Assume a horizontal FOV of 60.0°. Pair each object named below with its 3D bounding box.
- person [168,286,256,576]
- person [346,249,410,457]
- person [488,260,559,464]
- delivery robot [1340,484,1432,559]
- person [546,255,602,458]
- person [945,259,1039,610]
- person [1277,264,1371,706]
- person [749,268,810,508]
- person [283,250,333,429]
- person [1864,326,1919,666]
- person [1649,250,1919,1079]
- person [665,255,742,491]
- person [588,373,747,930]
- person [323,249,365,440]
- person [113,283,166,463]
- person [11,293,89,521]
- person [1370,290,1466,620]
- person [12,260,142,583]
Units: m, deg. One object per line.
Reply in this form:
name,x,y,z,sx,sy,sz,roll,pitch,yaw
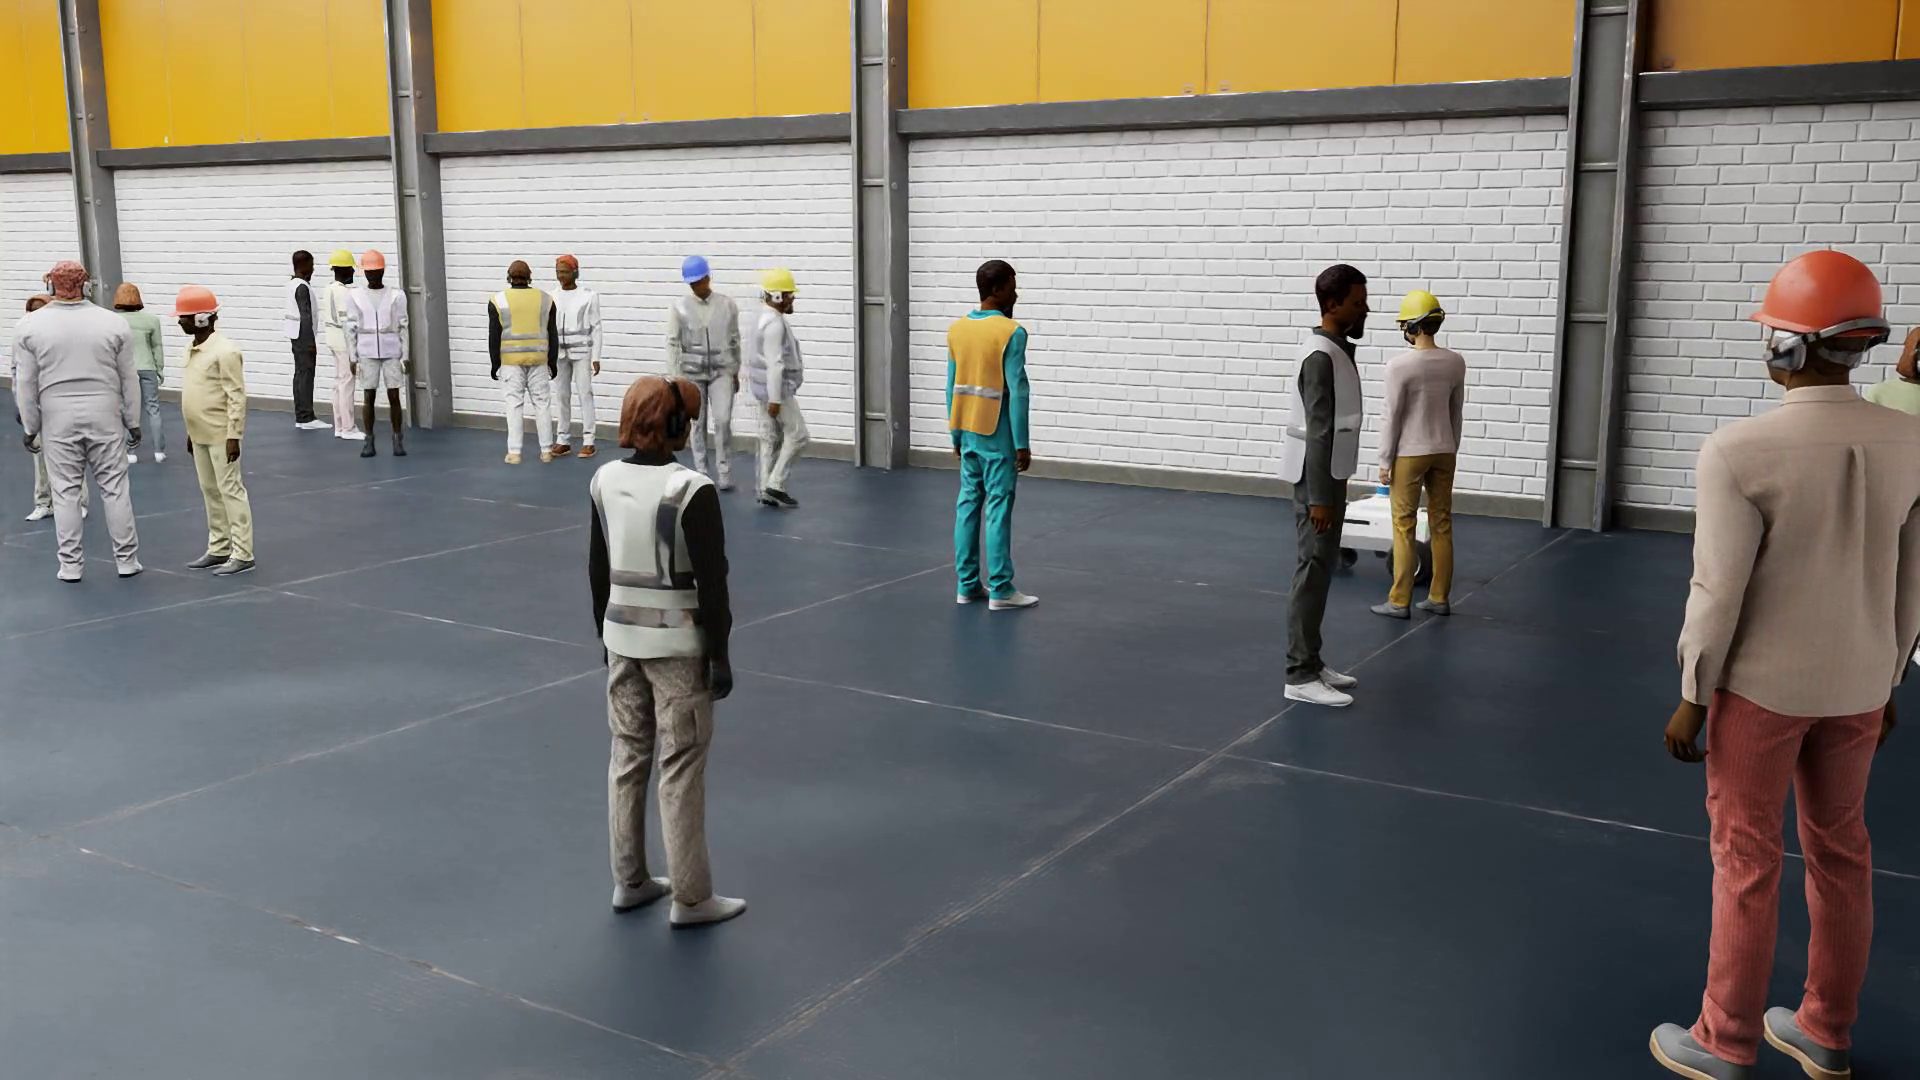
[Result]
person,-4.549,-0.660,10.088,0.570,1.747,0.338,8,13,38
person,-5.427,-1.736,15.540,0.551,1.934,0.373,-3,11,-17
person,-3.968,-1.613,15.120,0.634,1.841,0.429,-5,11,-26
delivery robot,2.551,-0.094,10.011,0.707,0.478,0.477,6,12,32
person,-3.621,-1.703,15.502,0.587,1.882,0.342,2,10,13
person,0.153,-0.574,9.163,0.399,1.915,0.589,-9,13,-40
person,1.595,-0.246,7.333,0.374,1.917,0.596,3,11,17
person,-1.359,-1.121,12.480,0.431,1.817,0.594,-3,11,-17
person,-7.062,-2.151,17.896,0.392,1.916,0.591,-7,12,-33
person,4.518,-0.205,7.898,0.497,1.633,0.283,3,11,17
person,1.954,0.333,3.907,0.612,1.997,0.375,-2,10,-12
person,-2.053,-1.326,13.366,0.636,1.895,0.710,-3,11,-14
person,-0.881,0.329,4.926,0.523,1.636,0.310,7,13,35
person,-6.243,-1.977,16.902,0.364,1.927,0.587,-7,12,-33
person,-7.518,-1.517,15.163,0.497,1.633,0.284,-8,13,-36
person,-6.573,-0.957,12.038,0.514,1.643,0.307,-1,10,-6
person,2.451,-0.449,8.910,0.524,1.761,0.339,-4,11,-23
person,-5.225,-0.703,9.897,0.649,1.906,0.401,-6,12,-29
